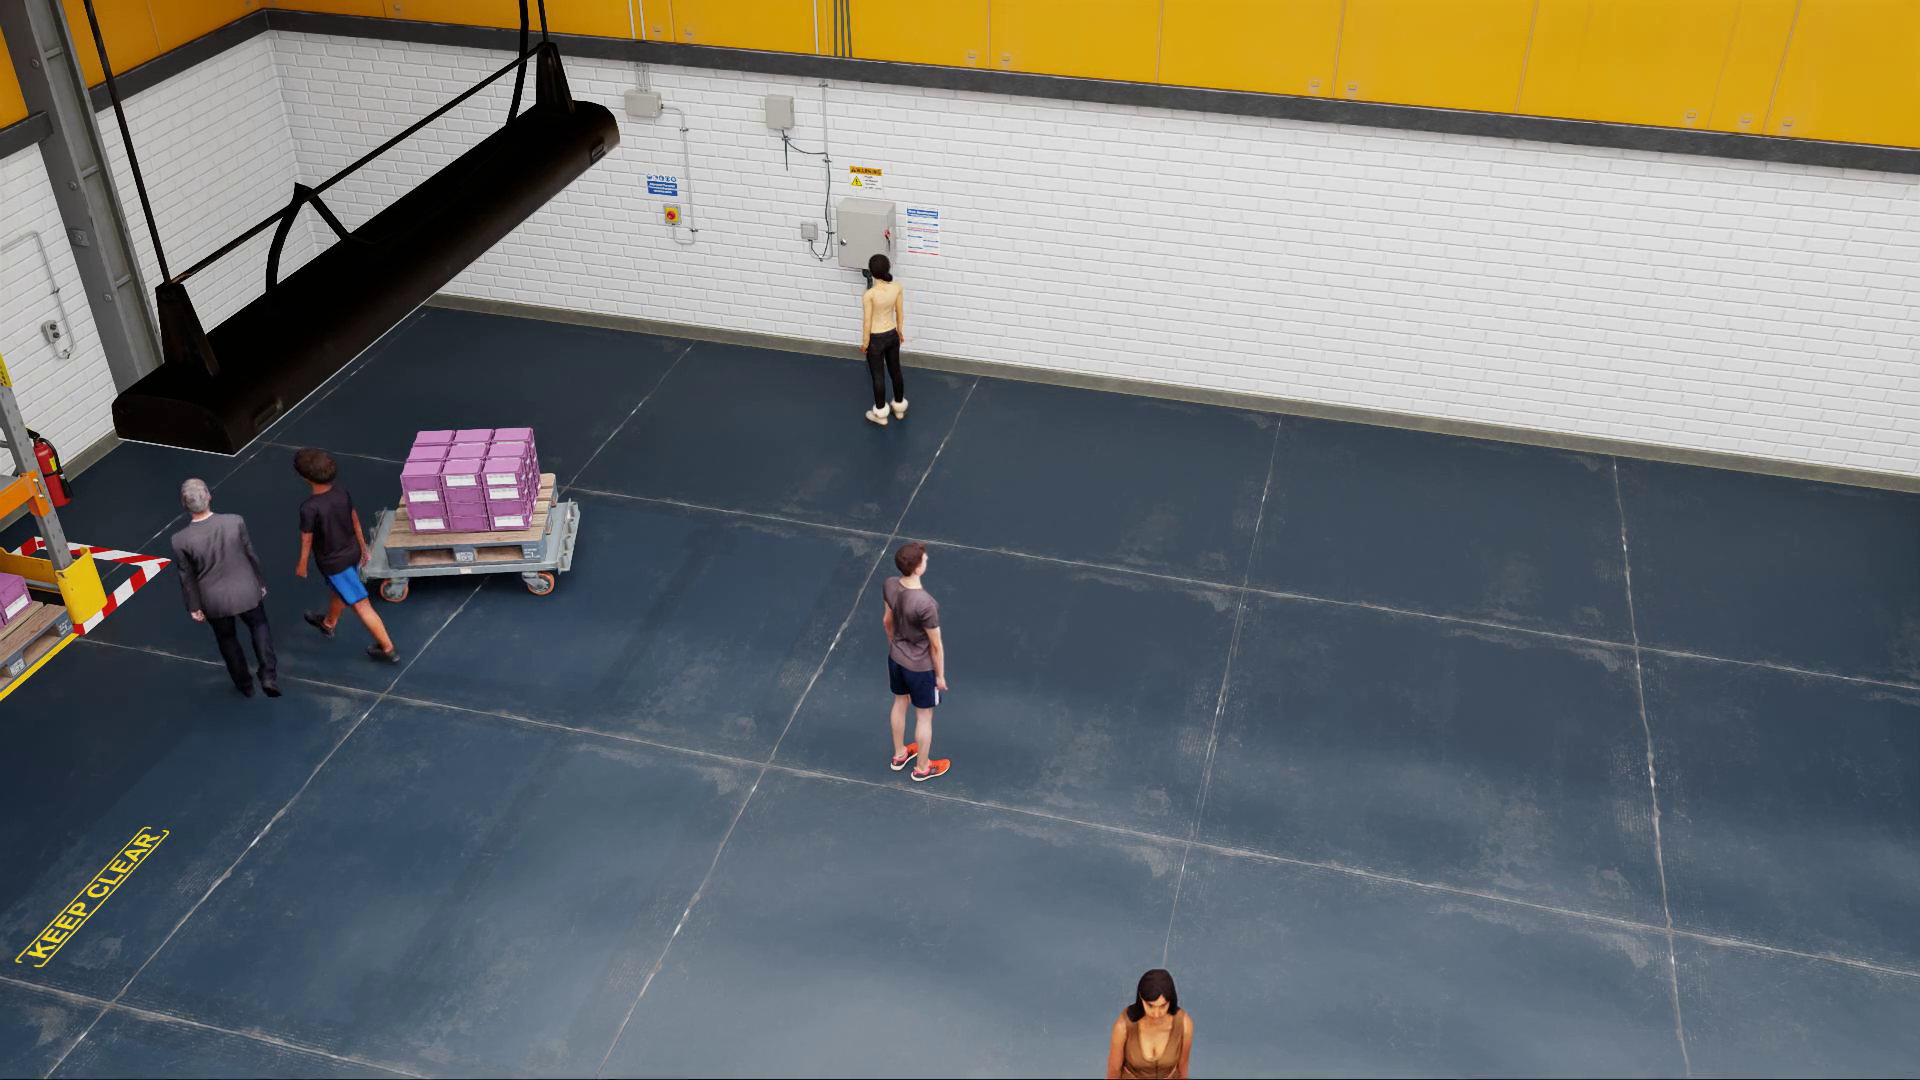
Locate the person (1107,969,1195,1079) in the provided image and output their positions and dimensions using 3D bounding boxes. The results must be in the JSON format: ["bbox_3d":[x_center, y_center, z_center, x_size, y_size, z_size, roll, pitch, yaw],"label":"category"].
[{"bbox_3d":[0.930,2.751,8.290,0.630,1.690,0.616,-3,34,-5],"label":"person"}]

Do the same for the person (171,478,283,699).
[{"bbox_3d":[-5.117,0.412,11.693,0.994,1.818,1.050,-19,38,-26],"label":"person"}]

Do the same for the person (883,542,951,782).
[{"bbox_3d":[-0.314,0.809,11.065,0.731,1.853,0.715,27,42,35],"label":"person"}]

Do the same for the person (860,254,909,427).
[{"bbox_3d":[-0.703,-1.847,15.235,0.672,1.659,0.744,-20,39,-27],"label":"person"}]

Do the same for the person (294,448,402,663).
[{"bbox_3d":[-4.460,0.169,12.126,0.733,1.744,1.084,12,35,17],"label":"person"}]
